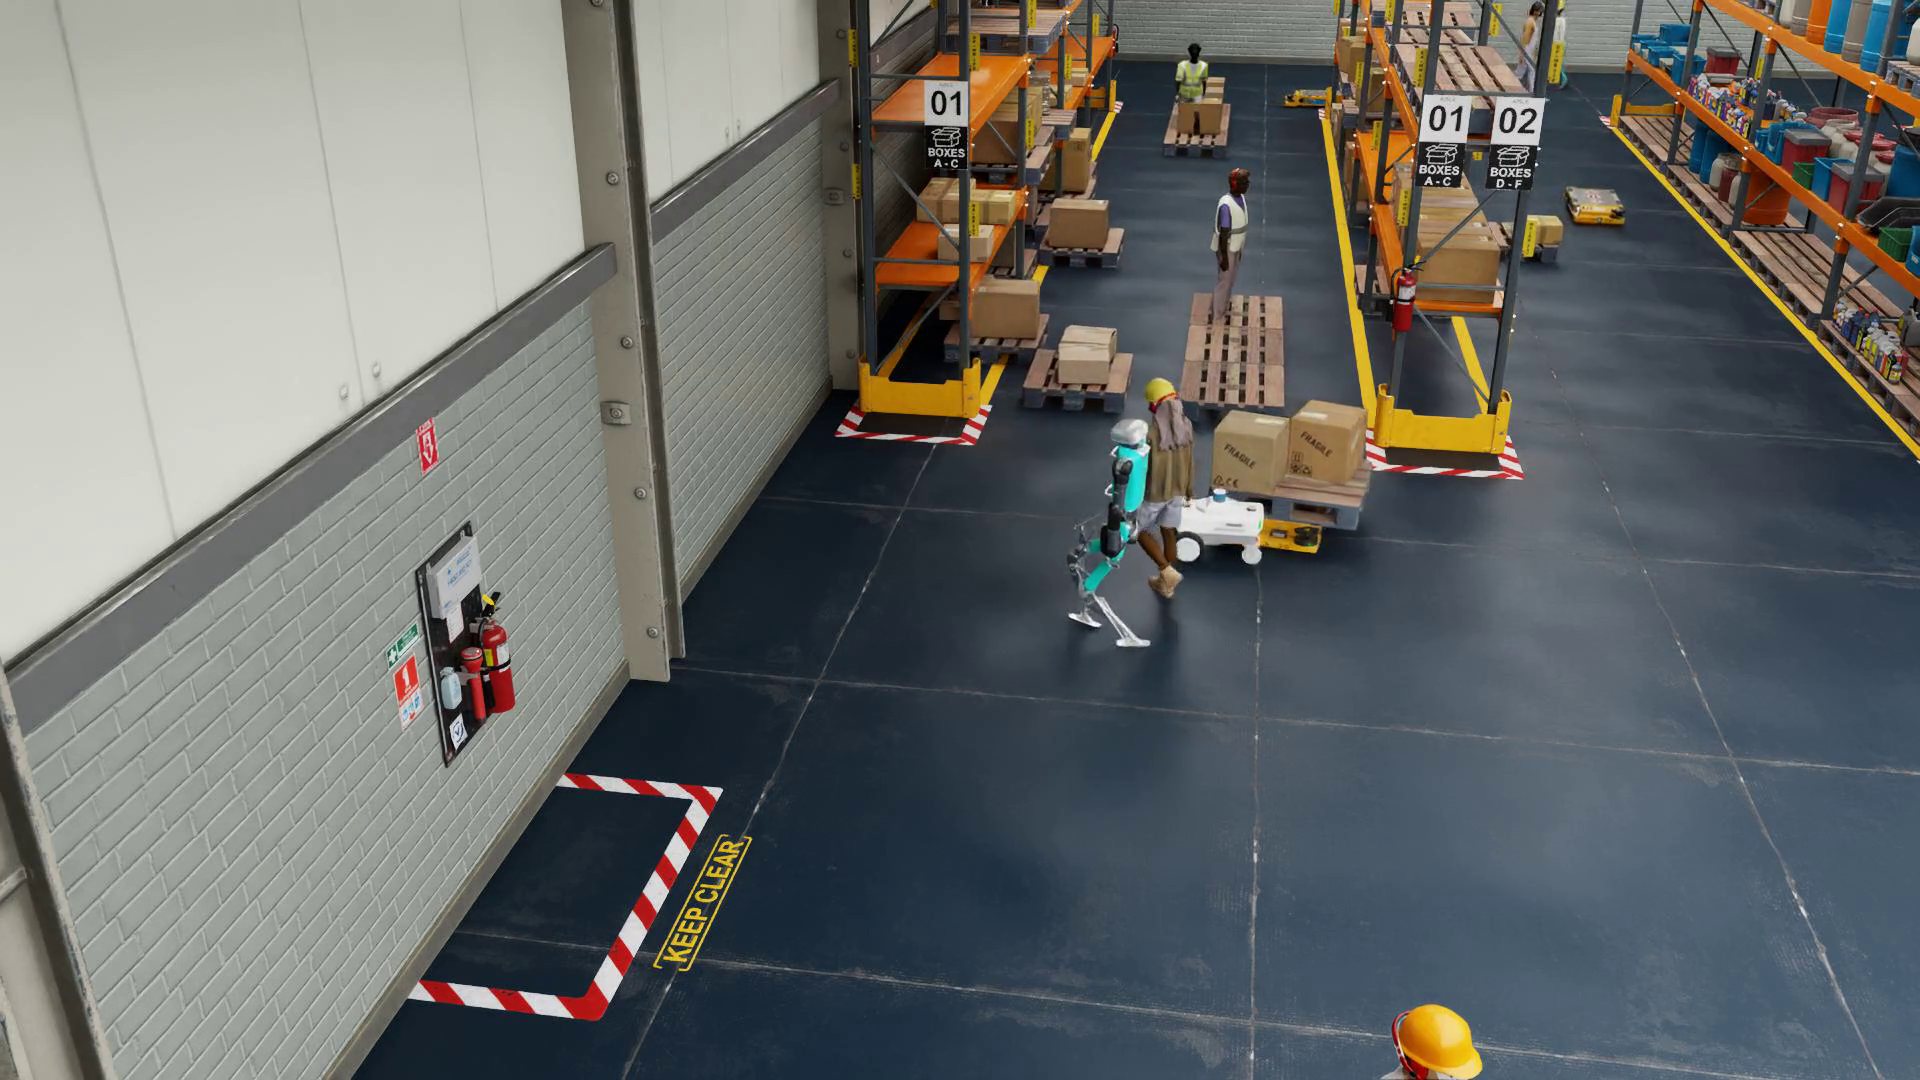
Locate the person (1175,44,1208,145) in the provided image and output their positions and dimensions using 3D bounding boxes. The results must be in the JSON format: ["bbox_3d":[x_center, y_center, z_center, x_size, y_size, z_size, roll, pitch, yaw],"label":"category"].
[{"bbox_3d":[3.797,-7.295,27.332,0.545,1.654,0.875,2,25,4],"label":"person"}]

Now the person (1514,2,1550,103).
[{"bbox_3d":[10.648,-9.000,30.771,0.886,1.826,0.553,11,27,22],"label":"person"}]

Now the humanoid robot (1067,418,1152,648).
[{"bbox_3d":[0.968,-0.055,11.776,0.891,1.777,0.584,11,27,22],"label":"humanoid robot"}]

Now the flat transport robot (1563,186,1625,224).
[{"bbox_3d":[8.938,-4.720,23.461,0.659,0.231,1.431,5,26,11],"label":"flat transport robot"}]

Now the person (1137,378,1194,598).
[{"bbox_3d":[1.504,-0.348,12.364,0.641,1.737,0.498,-14,28,-27],"label":"person"}]

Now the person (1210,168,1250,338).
[{"bbox_3d":[2.951,-3.167,18.272,0.378,1.844,0.565,11,27,23],"label":"person"}]

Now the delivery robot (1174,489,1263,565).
[{"bbox_3d":[2.034,-0.118,13.270,0.778,0.594,0.499,3,25,7],"label":"delivery robot"}]

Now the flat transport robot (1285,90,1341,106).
[{"bbox_3d":[6.765,-8.173,30.849,1.431,0.231,0.659,4,25,9],"label":"flat transport robot"}]

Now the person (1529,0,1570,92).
[{"bbox_3d":[11.456,-9.510,31.977,0.802,1.738,0.528,-4,25,-7],"label":"person"}]

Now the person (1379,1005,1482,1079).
[{"bbox_3d":[1.637,2.482,6.141,0.570,1.890,0.377,-19,31,-34],"label":"person"}]

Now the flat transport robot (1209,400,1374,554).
[{"bbox_3d":[2.777,-0.281,13.960,0.659,0.231,1.431,9,26,18],"label":"flat transport robot"}]
